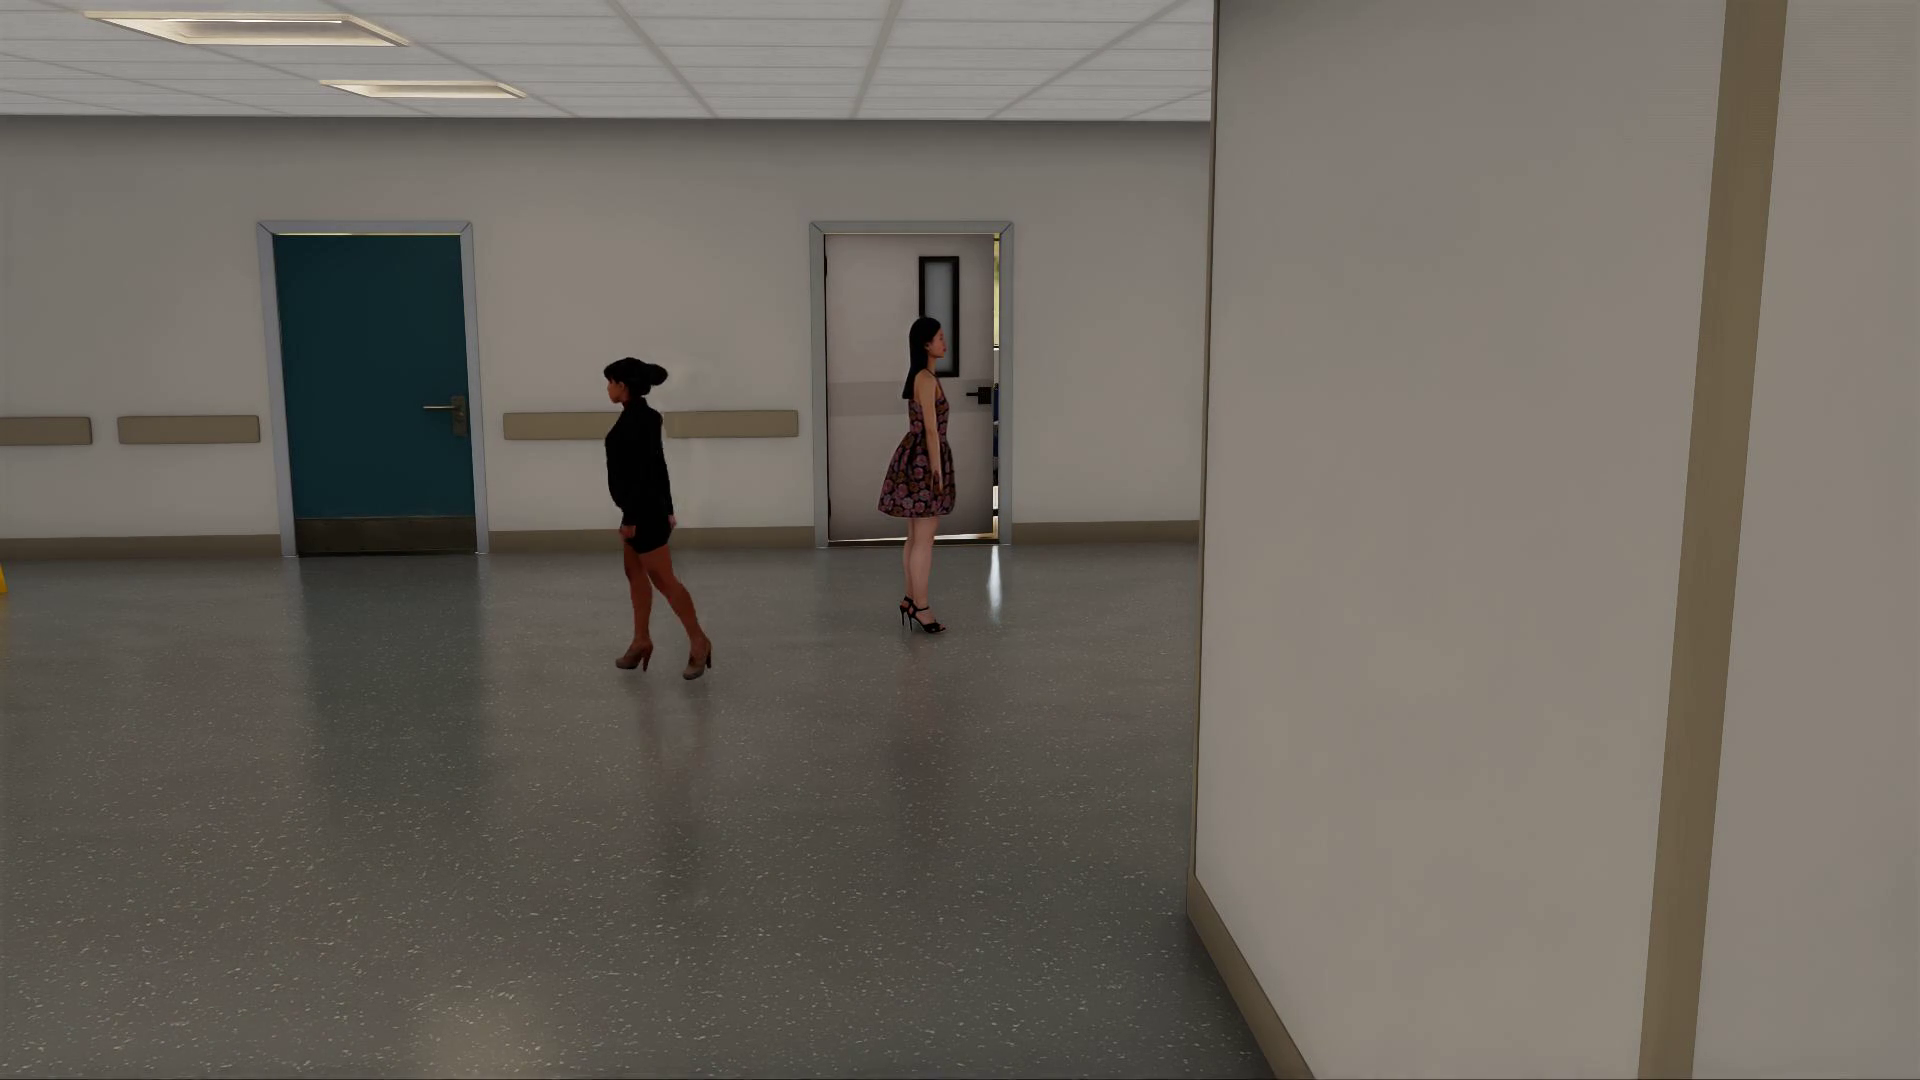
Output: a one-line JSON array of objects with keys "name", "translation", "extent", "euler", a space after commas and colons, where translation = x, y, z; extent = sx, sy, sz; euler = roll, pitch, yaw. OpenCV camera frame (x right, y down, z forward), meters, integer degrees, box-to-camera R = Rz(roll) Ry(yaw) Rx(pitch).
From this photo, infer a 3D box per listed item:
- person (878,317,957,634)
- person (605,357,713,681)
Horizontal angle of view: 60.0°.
[{"name": "person", "translation": [-0.192, -0.371, 9.427], "extent": [0.690, 1.773, 0.684], "euler": [-2, 11, -11]}, {"name": "person", "translation": [-1.527, -0.086, 8.358], "extent": [0.757, 1.612, 0.603], "euler": [-1, 11, -3]}]
